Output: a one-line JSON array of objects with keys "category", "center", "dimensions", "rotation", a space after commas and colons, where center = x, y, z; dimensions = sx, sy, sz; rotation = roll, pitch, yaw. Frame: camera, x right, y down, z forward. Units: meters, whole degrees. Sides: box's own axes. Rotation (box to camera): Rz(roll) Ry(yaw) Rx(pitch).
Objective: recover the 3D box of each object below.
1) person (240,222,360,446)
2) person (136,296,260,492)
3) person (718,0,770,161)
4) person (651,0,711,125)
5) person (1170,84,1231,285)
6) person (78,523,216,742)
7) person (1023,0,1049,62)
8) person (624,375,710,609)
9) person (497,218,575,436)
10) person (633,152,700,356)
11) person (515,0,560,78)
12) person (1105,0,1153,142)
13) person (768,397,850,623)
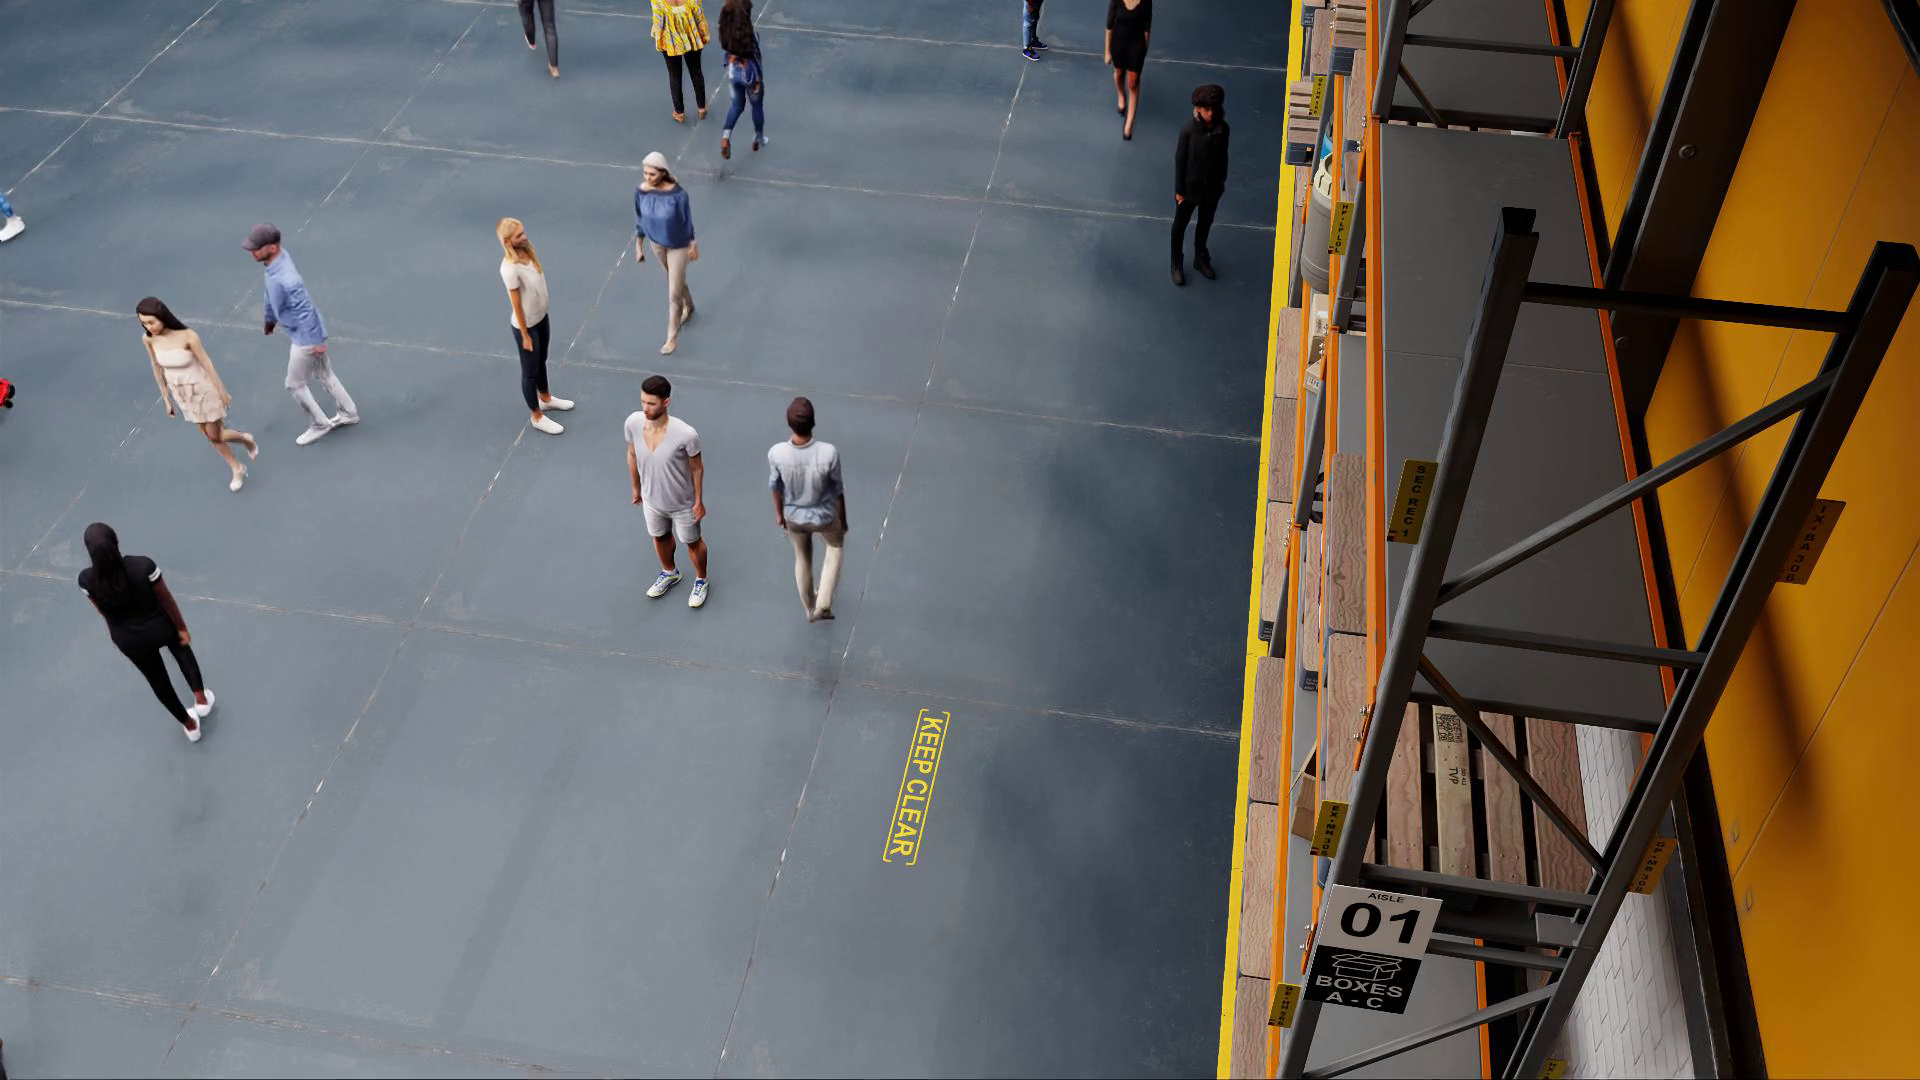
[{"category": "person", "center": [-4.806, -1.582, 12.373], "dimensions": [0.879, 1.866, 0.823], "rotation": [-18, 47, -18]}, {"category": "person", "center": [-5.443, -1.099, 11.973], "dimensions": [0.593, 1.718, 0.691], "rotation": [3, 44, 3]}, {"category": "person", "center": [-2.035, -4.236, 15.348], "dimensions": [0.810, 1.605, 1.023], "rotation": [22, 48, 22]}, {"category": "person", "center": [-2.666, -4.774, 15.877], "dimensions": [0.866, 1.655, 0.915], "rotation": [-14, 45, -14]}, {"category": "person", "center": [2.004, -2.998, 13.922], "dimensions": [0.725, 1.779, 0.736], "rotation": [-11, 45, -12]}, {"category": "person", "center": [-4.969, 0.626, 10.162], "dimensions": [0.736, 1.719, 0.787], "rotation": [-18, 46, -18]}, {"category": "person", "center": [0.753, -5.573, 17.004], "dimensions": [0.606, 1.256, 0.485], "rotation": [16, 46, 16]}, {"category": "person", "center": [-1.929, -0.332, 11.068], "dimensions": [0.717, 1.855, 0.611], "rotation": [13, 45, 14]}, {"category": "person", "center": [-3.231, -1.629, 12.464], "dimensions": [0.649, 1.809, 0.441], "rotation": [6, 44, 6]}, {"category": "person", "center": [-2.298, -2.406, 13.392], "dimensions": [0.747, 1.663, 1.077], "rotation": [14, 45, 14]}, {"category": "person", "center": [-4.206, -5.456, 16.538], "dimensions": [0.970, 1.731, 1.163], "rotation": [-15, 46, -15]}, {"category": "person", "center": [1.585, -4.706, 15.828], "dimensions": [0.579, 1.624, 1.038], "rotation": [6, 44, 6]}, {"category": "person", "center": [-0.986, -0.102, 10.841], "dimensions": [0.681, 1.836, 0.722], "rotation": [4, 44, 4]}]
